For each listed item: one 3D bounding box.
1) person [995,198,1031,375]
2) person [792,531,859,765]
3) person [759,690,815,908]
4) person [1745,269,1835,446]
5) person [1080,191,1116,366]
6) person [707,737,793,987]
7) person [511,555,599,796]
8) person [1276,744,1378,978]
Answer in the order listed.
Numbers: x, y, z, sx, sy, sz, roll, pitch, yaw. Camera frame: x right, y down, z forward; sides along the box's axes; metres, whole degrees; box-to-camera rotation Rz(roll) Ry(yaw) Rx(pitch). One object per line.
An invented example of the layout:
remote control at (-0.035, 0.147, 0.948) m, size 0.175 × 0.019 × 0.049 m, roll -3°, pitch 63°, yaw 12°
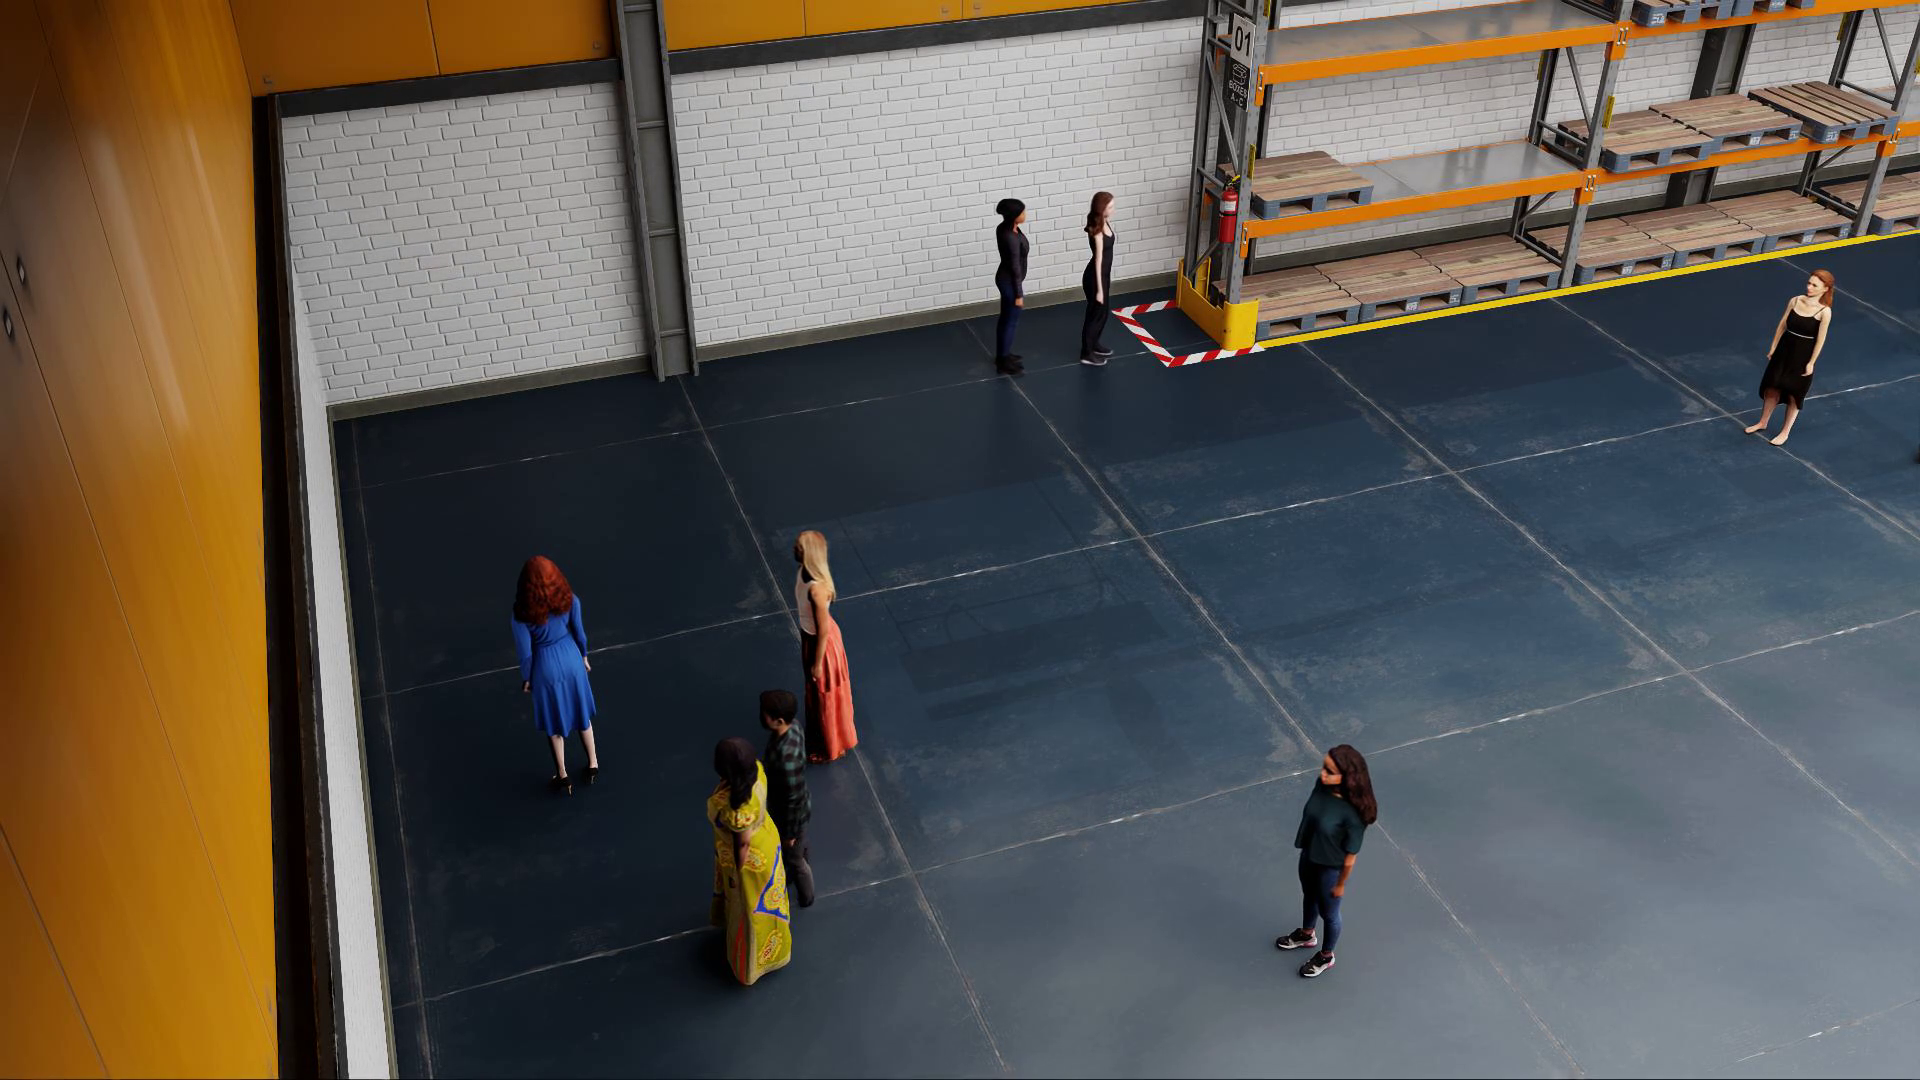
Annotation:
person at (0.458, -2.396, 15.679) m, size 0.586 × 1.747 × 0.655 m, roll -6°, pitch 34°, yaw -9°
person at (-0.922, 0.700, 10.972) m, size 0.609 × 1.801 × 0.656 m, roll -7°, pitch 34°, yaw -11°
person at (-1.010, 1.582, 9.964) m, size 0.633 × 1.720 × 0.723 m, roll -4°, pitch 34°, yaw -6°
person at (7.349, -1.620, 14.621) m, size 0.646 × 1.625 × 0.635 m, roll -21°, pitch 39°, yaw -28°
person at (1.296, -2.501, 15.841) m, size 0.698 × 1.742 × 0.676 m, roll 7°, pitch 34°, yaw 10°
person at (-1.215, 1.773, 9.486) m, size 0.942 × 1.660 × 0.968 m, roll 1°, pitch 34°, yaw 2°
person at (-2.587, 0.876, 10.681) m, size 0.566 × 1.829 × 0.711 m, roll -18°, pitch 38°, yaw -25°
person at (2.095, 1.809, 9.470) m, size 0.582 × 1.617 × 0.592 m, roll -13°, pitch 36°, yaw -18°
